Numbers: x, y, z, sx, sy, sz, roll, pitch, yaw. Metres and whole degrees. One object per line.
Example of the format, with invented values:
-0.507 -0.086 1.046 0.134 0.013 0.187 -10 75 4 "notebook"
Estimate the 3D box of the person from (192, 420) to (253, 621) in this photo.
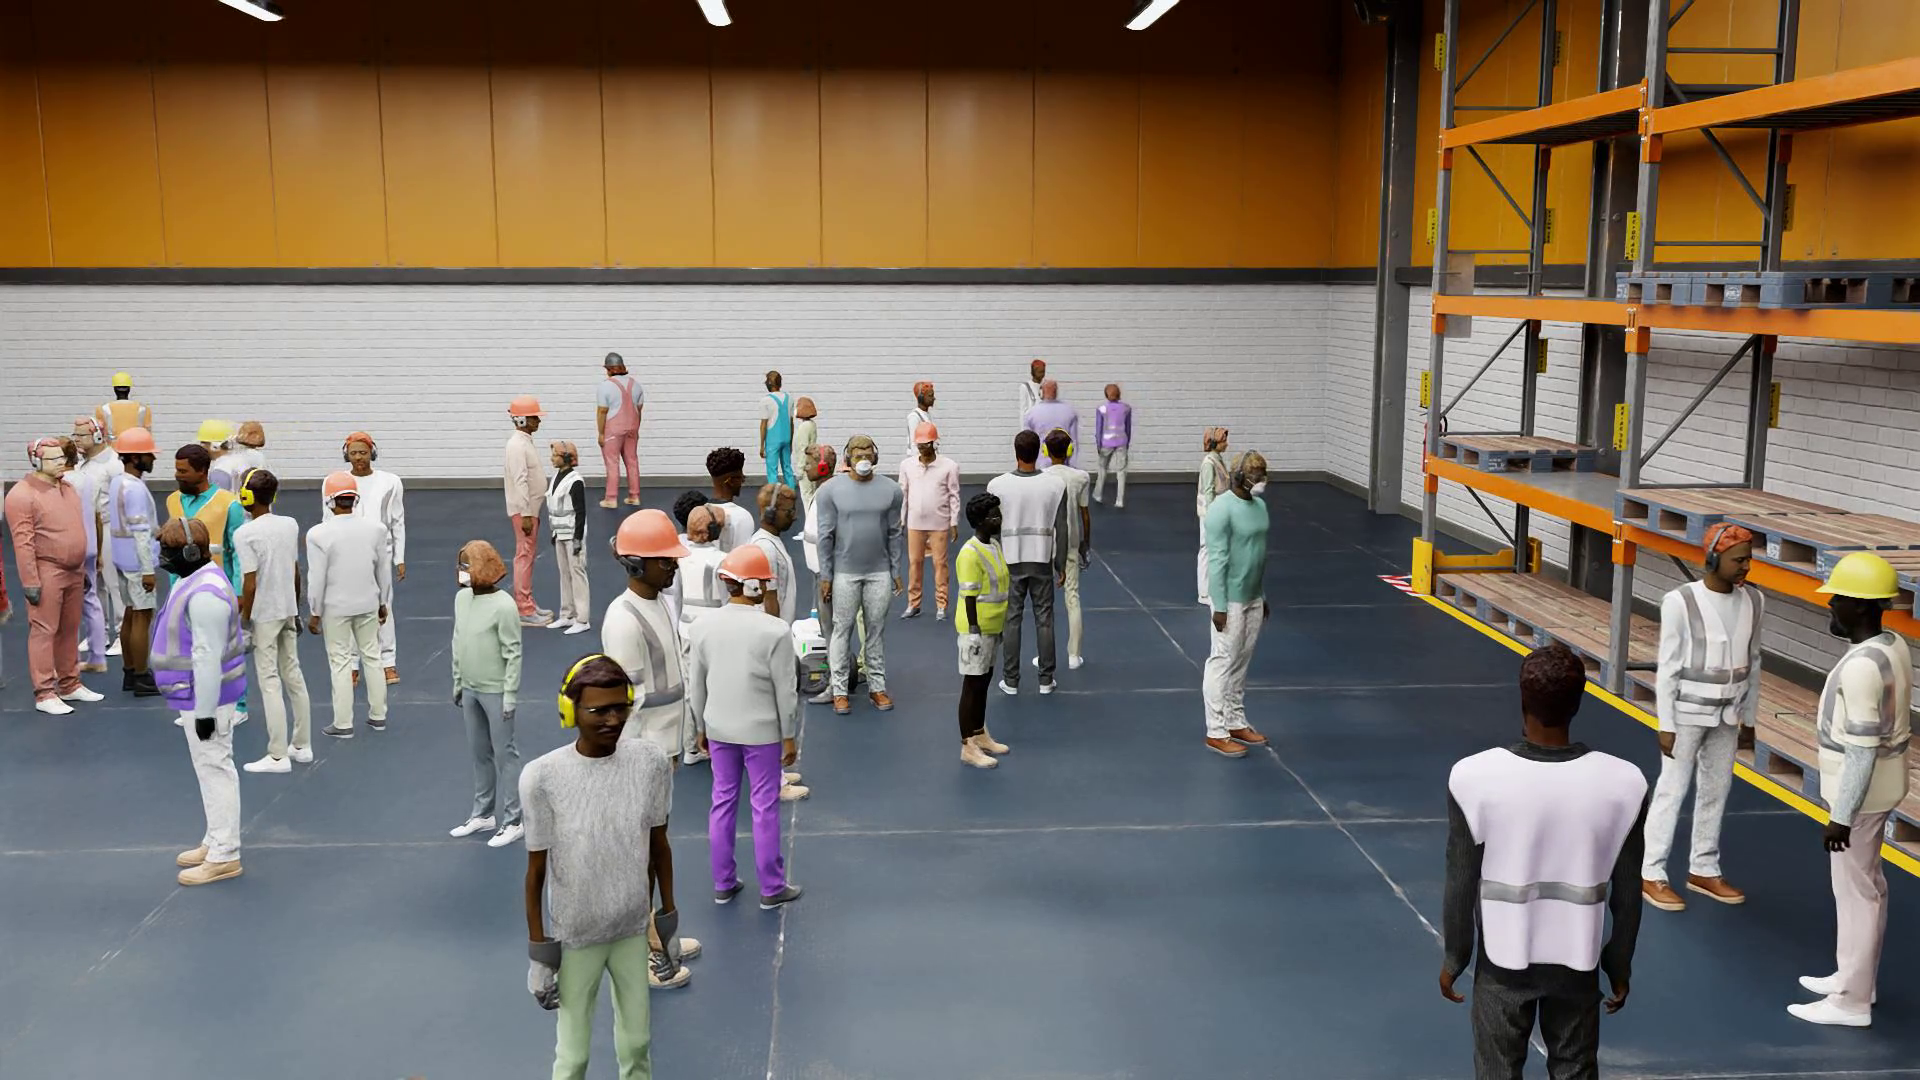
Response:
-6.170 -0.104 13.983 0.422 1.824 0.638 -2 9 -12 "person"

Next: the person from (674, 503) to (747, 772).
-1.547 0.596 10.165 0.515 1.642 0.314 8 12 40 "person"

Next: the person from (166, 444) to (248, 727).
-5.024 0.304 11.135 0.591 1.916 0.379 3 10 19 "person"

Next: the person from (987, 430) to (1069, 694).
0.487 0.165 11.997 0.590 1.922 0.391 0 9 -2 "person"

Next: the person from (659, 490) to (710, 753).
-1.684 0.530 10.431 0.532 1.687 0.324 1 9 4 "person"

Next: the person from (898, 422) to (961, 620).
-0.286 -0.164 14.585 0.573 1.749 0.342 2 9 14 "person"

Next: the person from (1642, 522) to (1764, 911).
3.556 0.842 7.926 0.586 1.874 0.358 -3 9 -16 "person"

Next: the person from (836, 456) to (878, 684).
-0.750 0.192 12.353 0.330 1.751 0.564 -1 9 -4 "person"

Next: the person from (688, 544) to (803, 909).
-1.019 0.890 7.983 0.564 1.747 0.339 4 10 23 "person"

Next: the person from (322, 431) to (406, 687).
-4.386 0.141 12.267 0.574 1.883 0.355 -3 10 -20 "person"

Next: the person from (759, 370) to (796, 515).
-2.297 -1.207 20.898 0.502 1.837 0.349 -8 12 -42 "person"

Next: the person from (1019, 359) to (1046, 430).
1.050 -1.540 22.850 0.585 1.879 0.371 -8 12 -43 "person"

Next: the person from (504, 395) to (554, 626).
-3.746 -0.256 14.408 0.376 1.995 0.612 -2 9 -11 "person"

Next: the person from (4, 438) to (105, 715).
-6.280 0.240 11.569 0.410 1.909 0.642 1 9 5 "person"

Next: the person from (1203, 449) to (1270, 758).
1.768 0.388 10.552 0.370 1.937 0.627 7 11 37 "person"

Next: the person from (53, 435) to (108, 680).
-6.653 0.134 12.476 0.355 1.835 0.515 3 10 19 "person"

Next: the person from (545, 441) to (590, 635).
-3.315 -0.026 14.070 0.313 1.642 0.513 -7 11 -37 "person"

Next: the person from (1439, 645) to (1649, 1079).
1.763 1.269 5.078 0.591 1.919 0.392 1 9 5 "person"

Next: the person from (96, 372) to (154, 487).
-9.568 -0.959 19.090 0.586 1.916 0.395 -6 11 -35 "person"

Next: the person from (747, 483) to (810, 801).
-1.074 0.584 9.629 0.345 1.839 0.507 -2 9 -12 "person"

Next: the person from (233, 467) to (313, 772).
-4.212 0.488 10.127 0.333 1.872 0.515 3 10 18 "person"

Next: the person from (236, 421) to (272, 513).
-6.776 -0.331 16.010 0.498 1.633 0.282 8 12 40 "person"

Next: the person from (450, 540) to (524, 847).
-2.528 0.808 8.858 0.505 1.633 0.279 7 11 36 "person"

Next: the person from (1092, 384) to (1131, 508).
1.997 -1.240 21.826 0.524 1.597 0.833 -2 9 -10 "person"

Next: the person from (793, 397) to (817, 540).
-1.769 -0.820 19.068 0.273 1.636 0.507 1 9 9 "person"

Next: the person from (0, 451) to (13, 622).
-8.416 -0.177 14.172 0.626 1.906 1.061 -1 9 -9 "person"

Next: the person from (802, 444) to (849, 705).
-0.927 0.236 11.781 0.374 1.843 0.574 -2 9 -11 "person"

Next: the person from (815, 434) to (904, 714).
-0.683 0.231 11.530 0.631 1.940 0.372 -3 10 -21 "person"

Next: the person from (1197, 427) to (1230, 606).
2.327 -0.219 15.291 0.306 1.640 0.522 3 9 16 "person"

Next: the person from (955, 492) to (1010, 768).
0.142 0.546 10.308 0.318 1.697 0.533 3 9 17 "person"

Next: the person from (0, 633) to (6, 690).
-7.114 0.181 11.851 0.415 1.939 0.604 -1 9 -7 "person"

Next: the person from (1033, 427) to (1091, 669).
0.754 0.069 12.769 0.513 1.869 0.328 -1 9 -4 "person"

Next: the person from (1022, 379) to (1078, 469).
1.021 -0.894 18.849 0.648 1.868 0.946 -2 9 -13 "person"

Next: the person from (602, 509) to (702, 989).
-1.313 0.879 7.132 0.373 2.042 0.614 0 9 1 "person"

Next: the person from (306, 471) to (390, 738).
-4.029 0.417 10.936 0.335 1.749 0.576 8 12 40 "person"

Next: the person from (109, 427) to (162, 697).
-5.907 0.156 12.003 0.379 1.937 0.548 -7 12 -39 "person"

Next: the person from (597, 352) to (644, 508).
-4.491 -1.451 21.766 0.535 2.000 0.683 8 12 42 "person"

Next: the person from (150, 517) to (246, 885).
-3.814 0.790 8.355 0.429 1.836 0.626 -5 10 -28 "person"

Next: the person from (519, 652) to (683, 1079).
-1.129 1.265 5.290 0.511 1.863 0.327 -6 11 -34 "person"

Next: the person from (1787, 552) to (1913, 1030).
3.596 1.005 6.701 0.380 1.928 0.586 7 11 38 "person"

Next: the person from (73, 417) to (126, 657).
-6.878 -0.028 13.257 0.651 1.907 0.409 4 10 23 "person"

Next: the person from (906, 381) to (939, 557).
-0.394 -0.769 17.988 0.356 1.882 0.574 2 9 12 "person"
